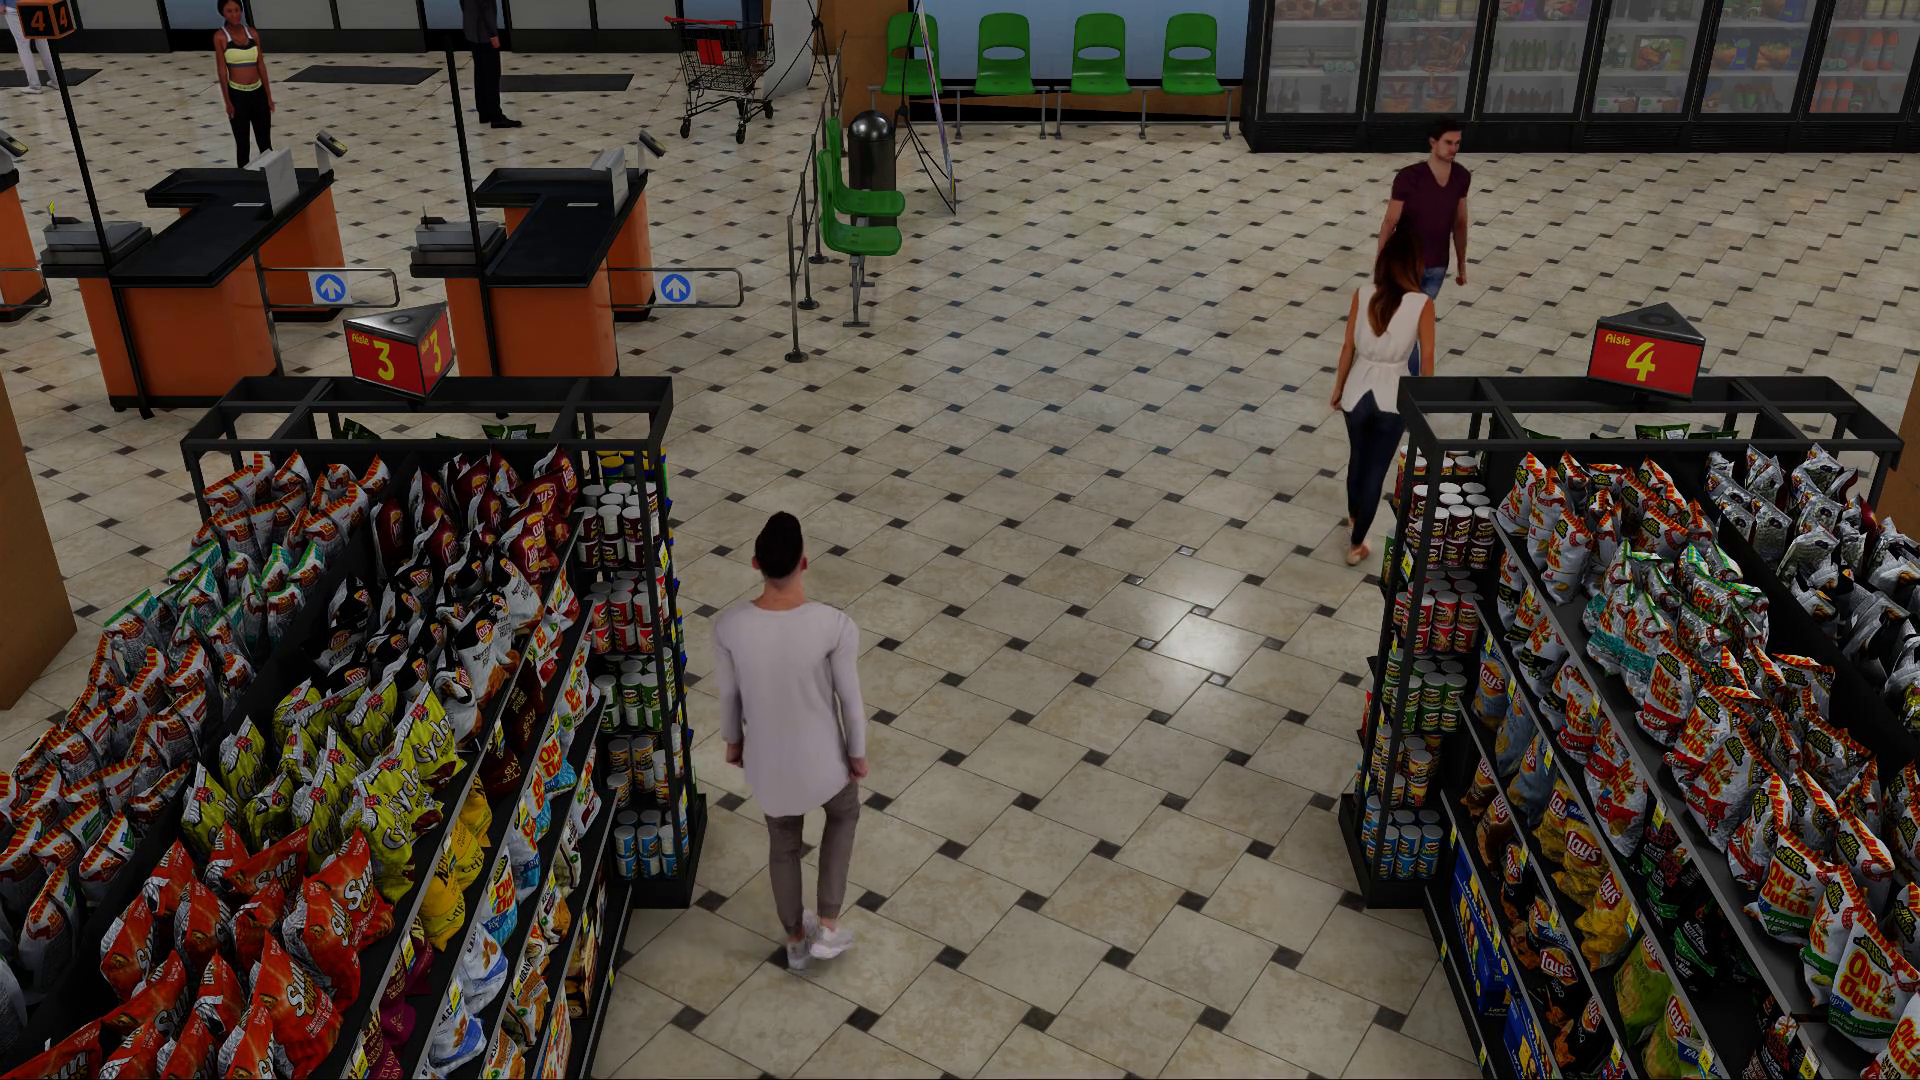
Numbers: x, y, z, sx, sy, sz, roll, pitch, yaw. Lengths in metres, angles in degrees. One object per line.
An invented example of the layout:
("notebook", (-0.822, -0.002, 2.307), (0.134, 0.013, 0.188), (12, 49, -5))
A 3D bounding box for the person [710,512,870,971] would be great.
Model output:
("person", (-0.573, 0.773, 5.719), (0.702, 1.834, 0.654), (3, 29, 6))

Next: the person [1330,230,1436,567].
("person", (2.089, -0.671, 8.429), (0.790, 1.771, 0.848), (15, 32, 25))

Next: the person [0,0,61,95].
("person", (-9.858, -5.657, 17.440), (0.802, 1.888, 0.681), (16, 32, 27))

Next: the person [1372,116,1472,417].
("person", (2.805, -1.737, 10.342), (0.879, 1.810, 1.141), (-8, 30, -14))

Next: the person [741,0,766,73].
("person", (-2.327, -6.102, 18.354), (0.728, 1.792, 0.619), (-15, 32, -26))

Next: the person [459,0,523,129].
("person", (-4.670, -4.991, 16.267), (0.873, 1.842, 0.775), (-19, 34, -31))

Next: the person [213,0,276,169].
("person", (-6.001, -3.699, 13.994), (0.637, 1.754, 0.687), (-23, 36, -36))
